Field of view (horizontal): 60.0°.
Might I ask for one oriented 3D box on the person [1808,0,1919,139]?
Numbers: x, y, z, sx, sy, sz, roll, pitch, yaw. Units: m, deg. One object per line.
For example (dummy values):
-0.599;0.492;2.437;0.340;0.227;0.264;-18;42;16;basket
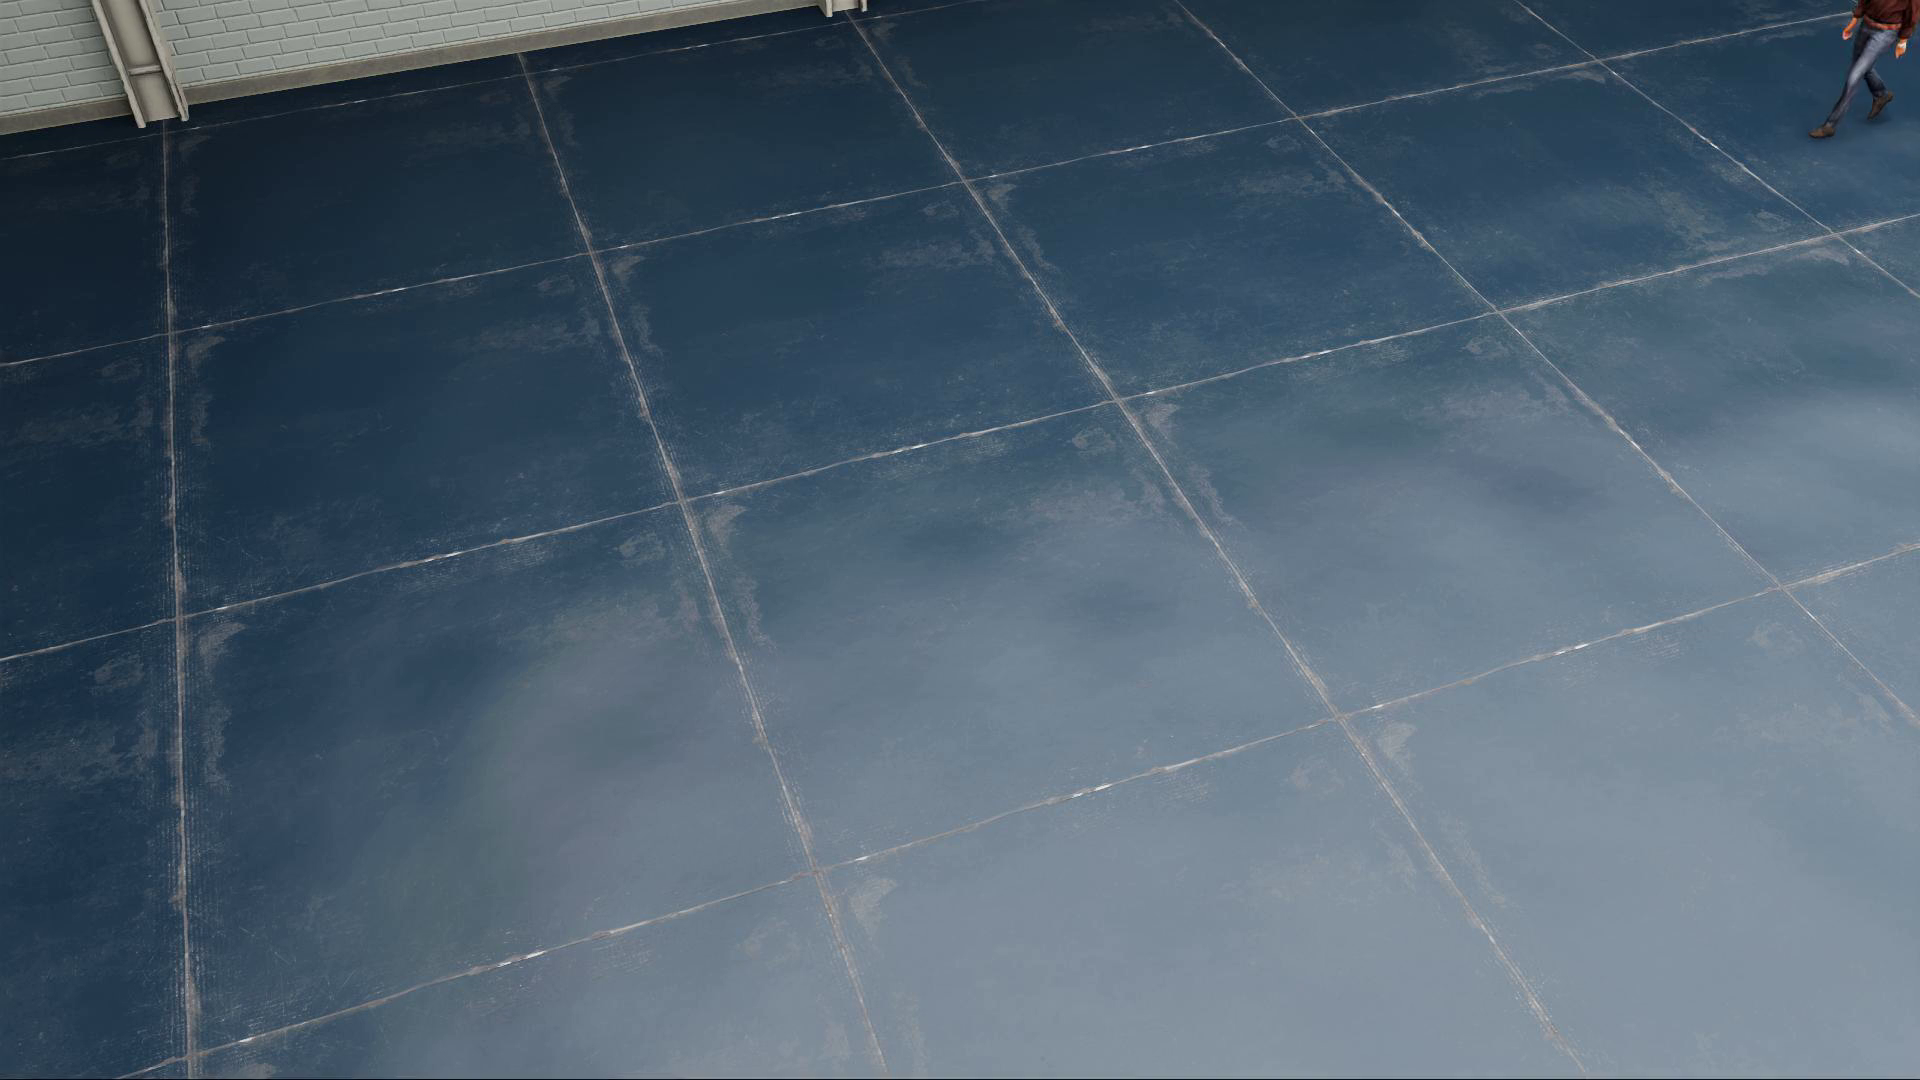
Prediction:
7.403;-4.068;13.288;1.077;1.751;0.645;-15;45;-15;person
